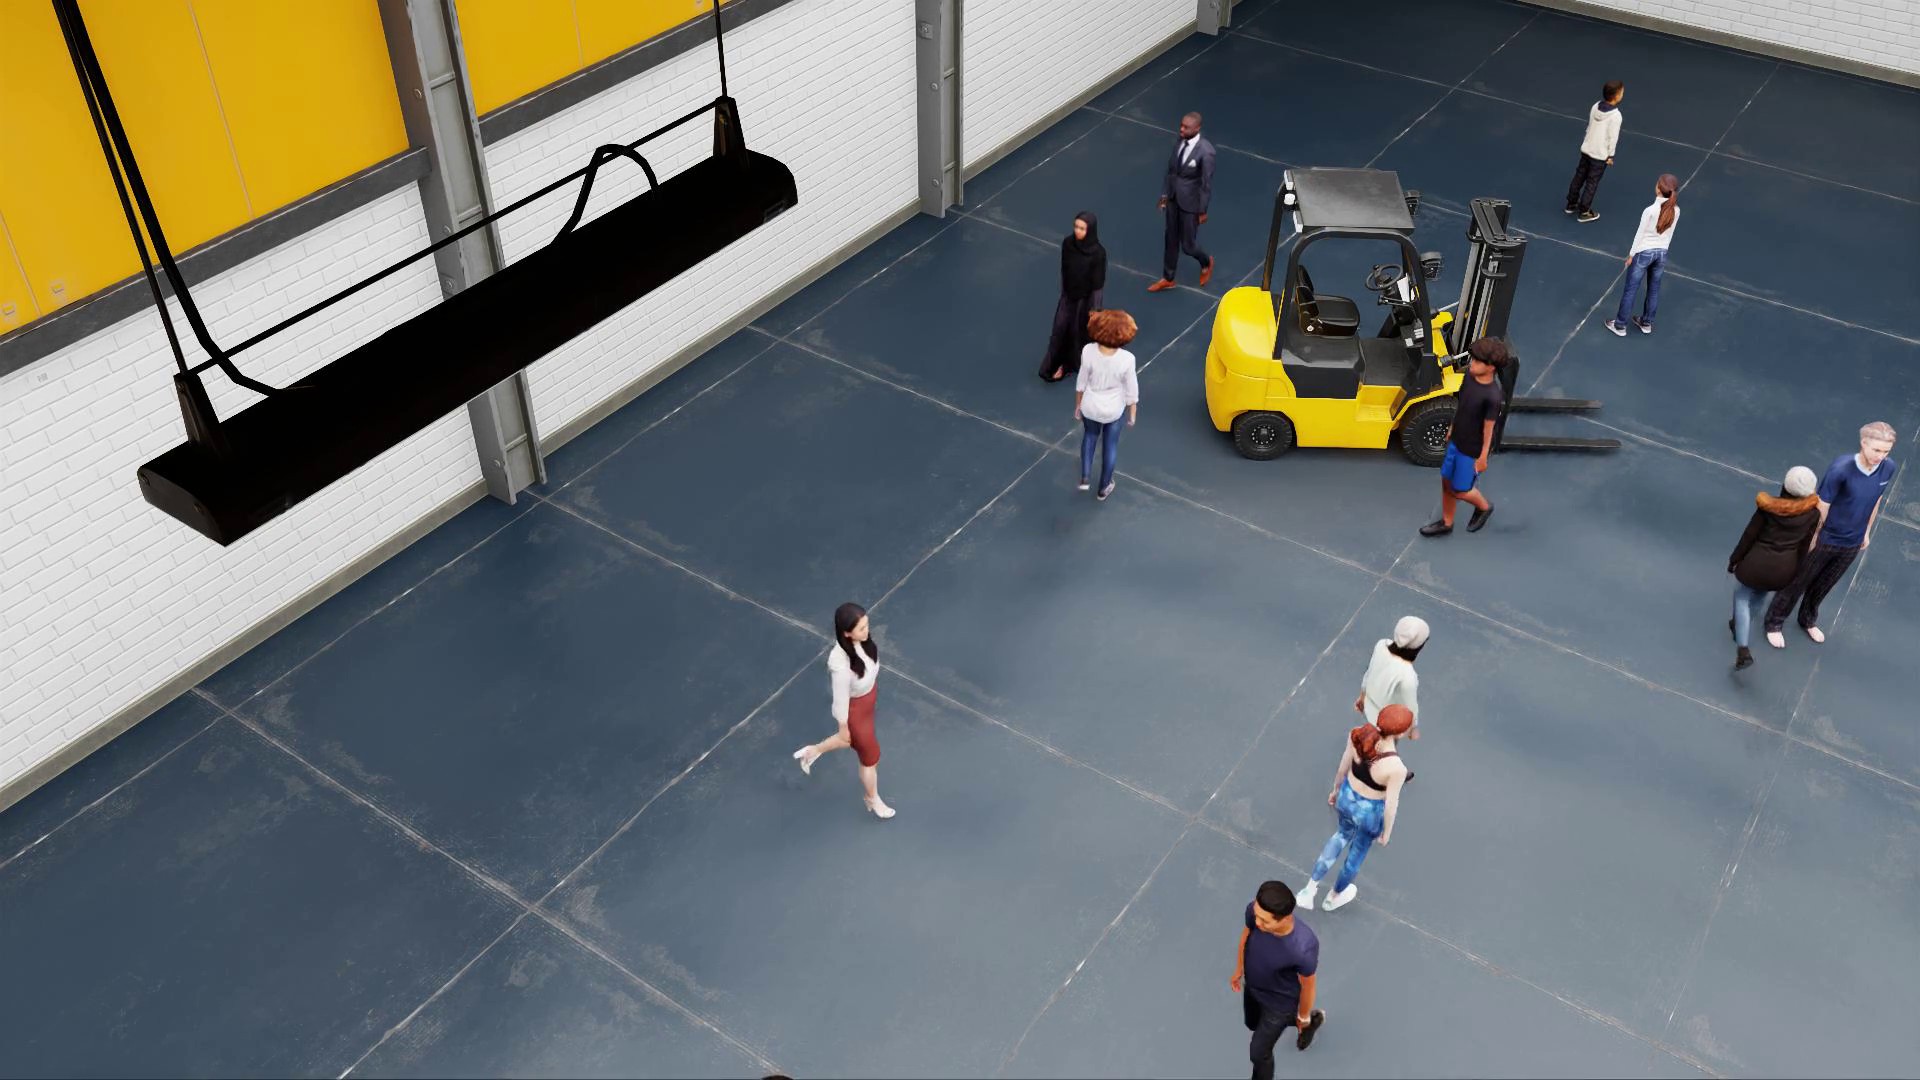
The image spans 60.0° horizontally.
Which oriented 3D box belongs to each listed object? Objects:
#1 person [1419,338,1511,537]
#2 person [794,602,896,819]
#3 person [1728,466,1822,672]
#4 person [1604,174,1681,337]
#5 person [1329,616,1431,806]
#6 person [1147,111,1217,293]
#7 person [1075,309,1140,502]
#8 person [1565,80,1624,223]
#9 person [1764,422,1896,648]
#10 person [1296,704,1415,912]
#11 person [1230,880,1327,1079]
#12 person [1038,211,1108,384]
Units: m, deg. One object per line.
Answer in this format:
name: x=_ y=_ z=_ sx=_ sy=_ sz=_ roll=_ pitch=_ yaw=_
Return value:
person: x=3.935 y=-0.745 z=12.614 sx=0.941 sy=1.785 sz=0.860 roll=-11 pitch=40 yaw=-13
person: x=-0.710 y=1.067 z=10.385 sx=0.815 sy=1.734 sz=0.936 roll=13 pitch=40 yaw=16
person: x=5.618 y=0.210 z=11.553 sx=0.879 sy=1.616 sz=1.072 roll=6 pitch=39 yaw=7
person: x=6.268 y=-2.587 z=15.105 sx=0.616 sy=1.554 sz=0.677 roll=-7 pitch=39 yaw=-8
person: x=2.578 y=1.123 z=10.404 sx=0.963 sy=1.624 sz=0.881 roll=-9 pitch=40 yaw=-11
person: x=2.168 y=-3.182 z=15.646 sx=1.019 sy=1.810 sz=0.911 roll=-21 pitch=43 yaw=-24
person: x=1.100 y=-1.006 z=13.014 sx=0.722 sy=1.694 sz=0.723 roll=14 pitch=41 yaw=17
person: x=6.459 y=-3.965 z=16.913 sx=0.664 sy=1.451 sz=0.646 roll=-13 pitch=41 yaw=-16
person: x=6.138 y=-0.049 z=11.675 sx=0.726 sy=1.869 sz=0.781 roll=-6 pitch=39 yaw=-7
person: x=2.266 y=1.636 z=9.644 sx=0.856 sy=1.770 sz=0.724 roll=-29 pitch=47 yaw=-31
person: x=1.711 y=2.338 z=8.782 sx=1.104 sy=1.749 sz=0.914 roll=-23 pitch=44 yaw=-26
person: x=1.108 y=-2.173 z=14.544 sx=0.622 sy=1.607 sz=0.937 roll=23 pitch=44 yaw=26
